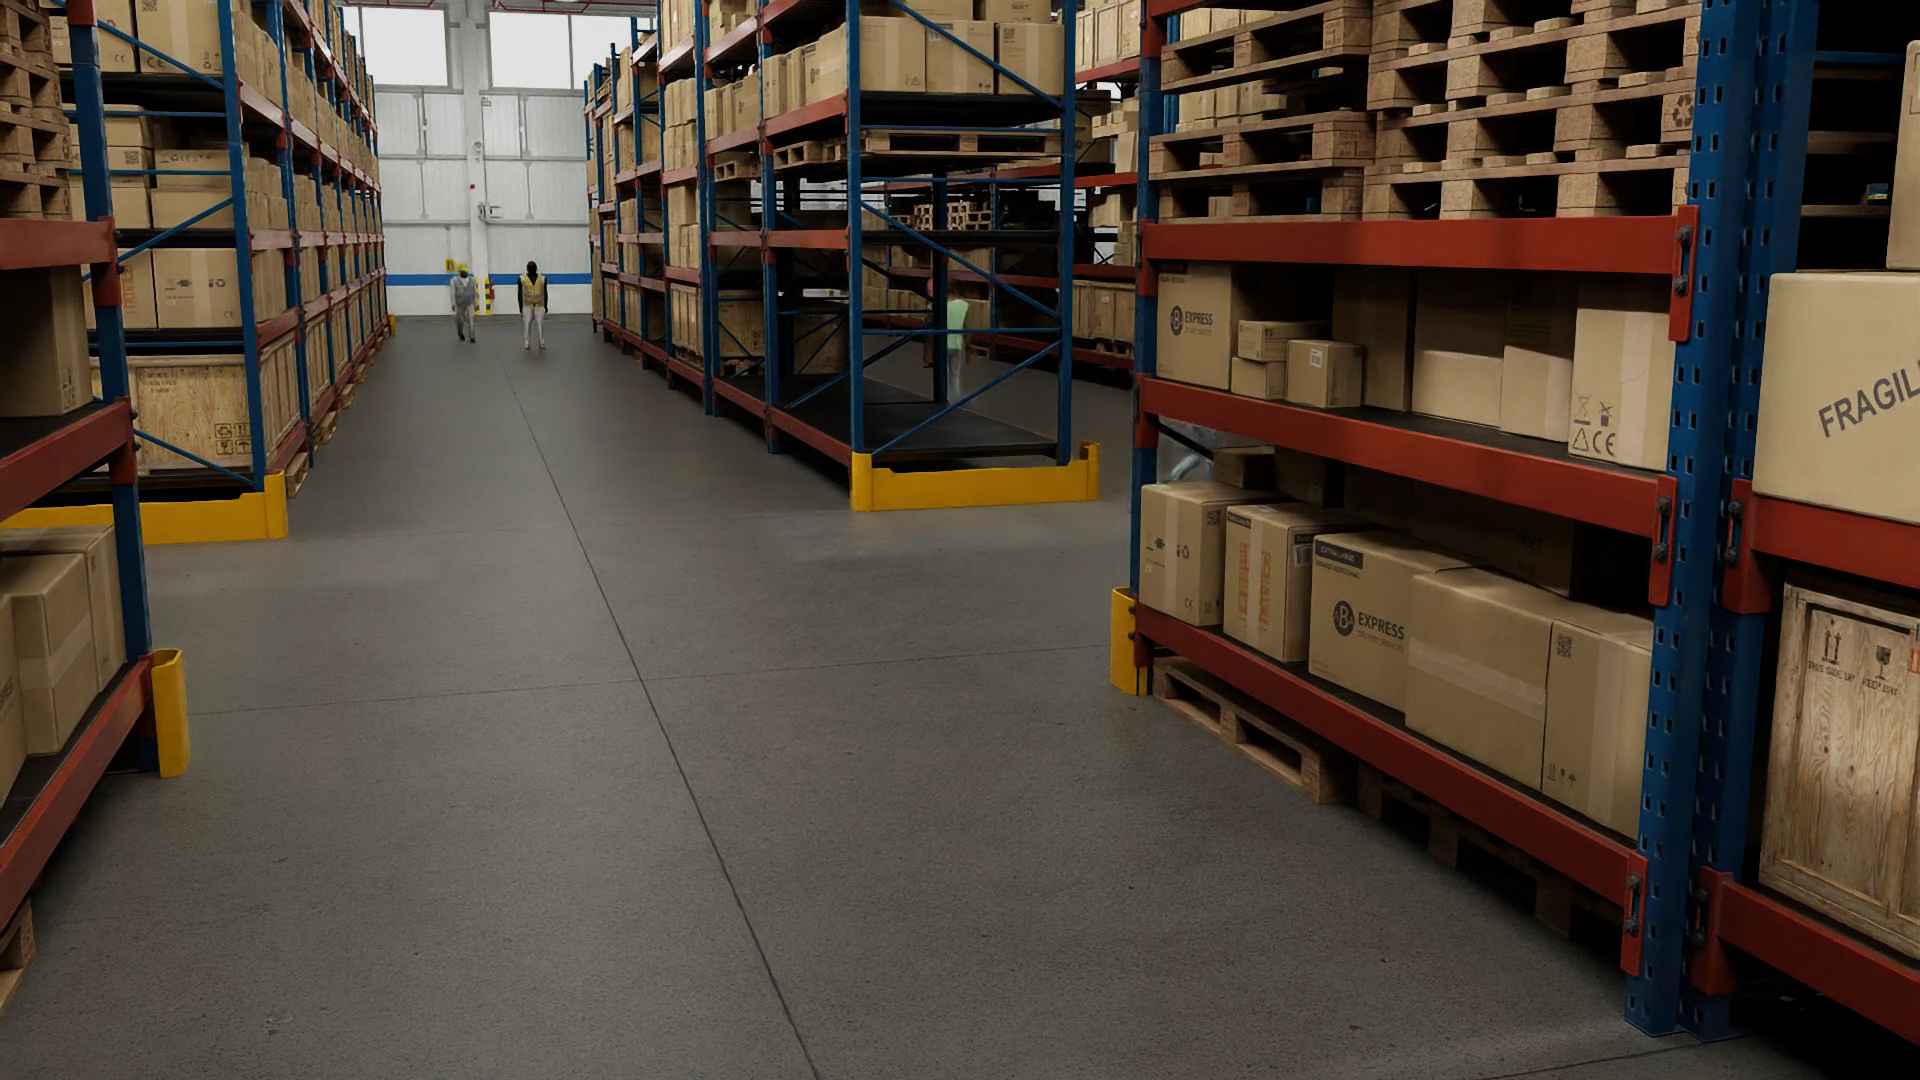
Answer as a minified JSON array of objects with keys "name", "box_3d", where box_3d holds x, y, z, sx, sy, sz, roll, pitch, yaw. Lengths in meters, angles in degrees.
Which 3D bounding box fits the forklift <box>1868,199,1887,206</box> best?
[{"name":"forklift","box_3d":[11.338,-2.915,21.052,1.129,2.768,1.873,-3,11,-17]}]

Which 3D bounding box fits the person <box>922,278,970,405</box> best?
[{"name":"person","box_3d":[-0.192,-2.440,21.330,0.594,1.819,0.725,-3,11,-15]}]

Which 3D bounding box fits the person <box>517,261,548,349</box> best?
[{"name":"person","box_3d":[-8.947,-4.917,34.873,0.625,1.844,0.429,-4,11,-22]}]

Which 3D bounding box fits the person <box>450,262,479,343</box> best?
[{"name":"person","box_3d":[-11.043,-5.288,37.041,0.610,1.808,0.730,-5,12,-26]}]

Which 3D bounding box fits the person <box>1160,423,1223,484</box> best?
[{"name":"person","box_3d":[2.014,-1.003,14.037,0.587,1.614,0.510,-4,11,-23]}]

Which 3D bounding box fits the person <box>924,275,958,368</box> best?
[{"name":"person","box_3d":[-0.369,-4.025,29.804,0.639,1.910,0.407,6,12,30]}]
